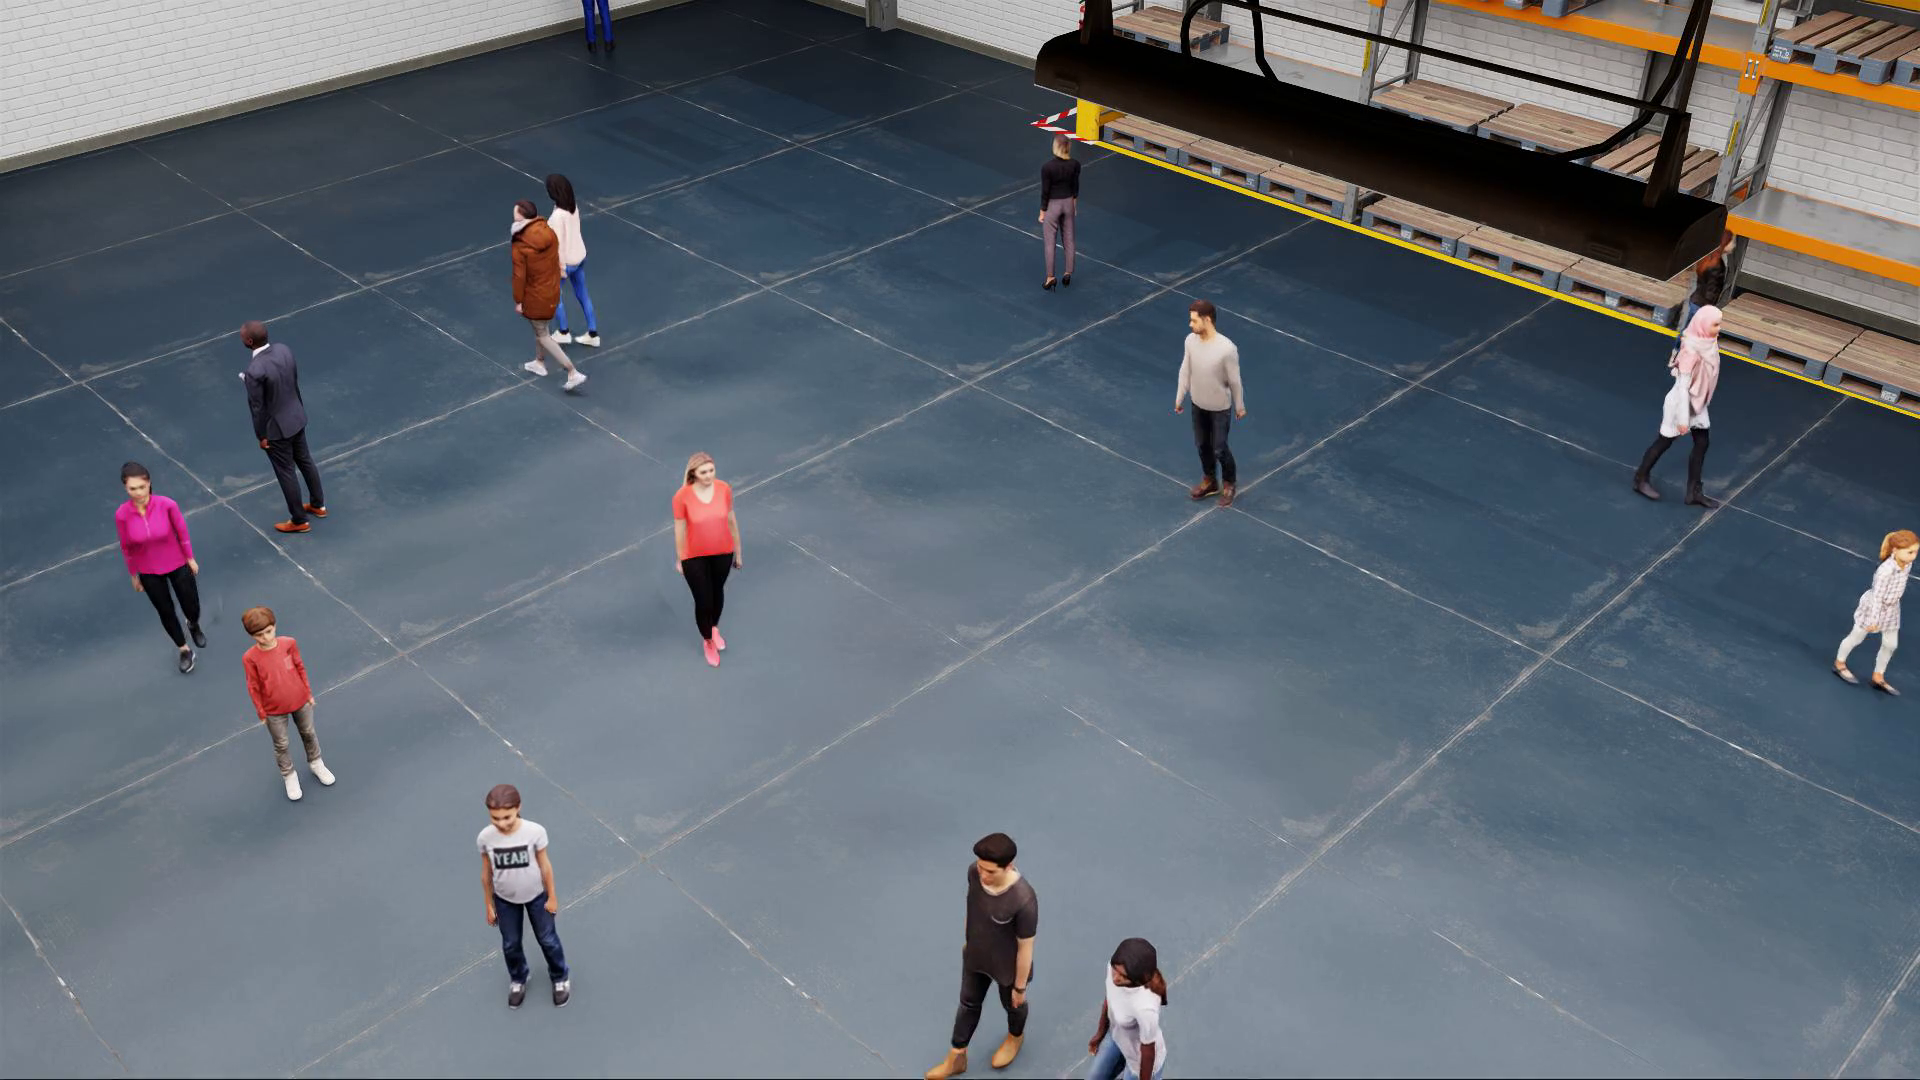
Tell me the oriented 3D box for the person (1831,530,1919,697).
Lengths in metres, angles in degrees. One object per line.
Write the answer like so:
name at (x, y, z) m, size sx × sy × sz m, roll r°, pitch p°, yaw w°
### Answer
person at (6.414, 0.449, 11.712) m, size 0.663 × 1.295 × 0.783 m, roll -15°, pitch 37°, yaw -22°

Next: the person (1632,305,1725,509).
person at (5.845, -1.117, 13.630) m, size 0.645 × 1.780 × 0.915 m, roll -28°, pitch 43°, yaw -35°

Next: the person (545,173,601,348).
person at (-3.667, -2.648, 15.960) m, size 0.916 × 1.750 × 0.852 m, roll 9°, pitch 35°, yaw 14°

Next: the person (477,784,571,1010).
person at (-2.431, 1.946, 9.220) m, size 0.633 × 1.561 × 0.684 m, roll -2°, pitch 34°, yaw -3°

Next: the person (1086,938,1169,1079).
person at (0.922, 2.517, 8.234) m, size 0.783 × 1.702 × 0.717 m, roll -11°, pitch 35°, yaw -16°

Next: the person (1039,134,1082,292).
person at (1.023, -3.369, 17.116) m, size 0.658 × 1.672 × 0.634 m, roll -15°, pitch 36°, yaw -21°

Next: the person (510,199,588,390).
person at (-3.797, -2.217, 15.260) m, size 1.176 × 1.807 × 0.926 m, roll 15°, pitch 37°, yaw 22°

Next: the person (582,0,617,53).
person at (-5.279, -7.977, 23.886) m, size 0.720 × 1.851 × 0.753 m, roll -5°, pitch 34°, yaw -7°

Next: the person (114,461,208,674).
person at (-5.646, 0.152, 11.804) m, size 0.722 × 1.689 × 0.782 m, roll -11°, pitch 35°, yaw -16°

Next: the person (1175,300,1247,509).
person at (2.104, -1.114, 13.590) m, size 0.570 × 1.819 × 0.782 m, roll 16°, pitch 37°, yaw 23°

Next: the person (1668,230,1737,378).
person at (6.933, -2.222, 15.569) m, size 0.656 × 1.475 × 0.635 m, roll 7°, pitch 34°, yaw 11°

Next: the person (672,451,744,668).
person at (-1.850, 0.074, 11.930) m, size 0.705 × 1.678 × 0.767 m, roll -18°, pitch 38°, yaw -25°

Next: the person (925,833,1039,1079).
person at (0.248, 2.145, 8.801) m, size 0.814 × 1.693 × 0.730 m, roll 27°, pitch 42°, yaw 34°

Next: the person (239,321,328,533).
person at (-5.415, -0.917, 13.295) m, size 0.766 × 1.818 × 0.778 m, roll 10°, pitch 35°, yaw 14°

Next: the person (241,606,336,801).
person at (-4.368, 1.025, 10.736) m, size 0.531 × 1.416 × 0.507 m, roll -25°, pitch 41°, yaw -32°
